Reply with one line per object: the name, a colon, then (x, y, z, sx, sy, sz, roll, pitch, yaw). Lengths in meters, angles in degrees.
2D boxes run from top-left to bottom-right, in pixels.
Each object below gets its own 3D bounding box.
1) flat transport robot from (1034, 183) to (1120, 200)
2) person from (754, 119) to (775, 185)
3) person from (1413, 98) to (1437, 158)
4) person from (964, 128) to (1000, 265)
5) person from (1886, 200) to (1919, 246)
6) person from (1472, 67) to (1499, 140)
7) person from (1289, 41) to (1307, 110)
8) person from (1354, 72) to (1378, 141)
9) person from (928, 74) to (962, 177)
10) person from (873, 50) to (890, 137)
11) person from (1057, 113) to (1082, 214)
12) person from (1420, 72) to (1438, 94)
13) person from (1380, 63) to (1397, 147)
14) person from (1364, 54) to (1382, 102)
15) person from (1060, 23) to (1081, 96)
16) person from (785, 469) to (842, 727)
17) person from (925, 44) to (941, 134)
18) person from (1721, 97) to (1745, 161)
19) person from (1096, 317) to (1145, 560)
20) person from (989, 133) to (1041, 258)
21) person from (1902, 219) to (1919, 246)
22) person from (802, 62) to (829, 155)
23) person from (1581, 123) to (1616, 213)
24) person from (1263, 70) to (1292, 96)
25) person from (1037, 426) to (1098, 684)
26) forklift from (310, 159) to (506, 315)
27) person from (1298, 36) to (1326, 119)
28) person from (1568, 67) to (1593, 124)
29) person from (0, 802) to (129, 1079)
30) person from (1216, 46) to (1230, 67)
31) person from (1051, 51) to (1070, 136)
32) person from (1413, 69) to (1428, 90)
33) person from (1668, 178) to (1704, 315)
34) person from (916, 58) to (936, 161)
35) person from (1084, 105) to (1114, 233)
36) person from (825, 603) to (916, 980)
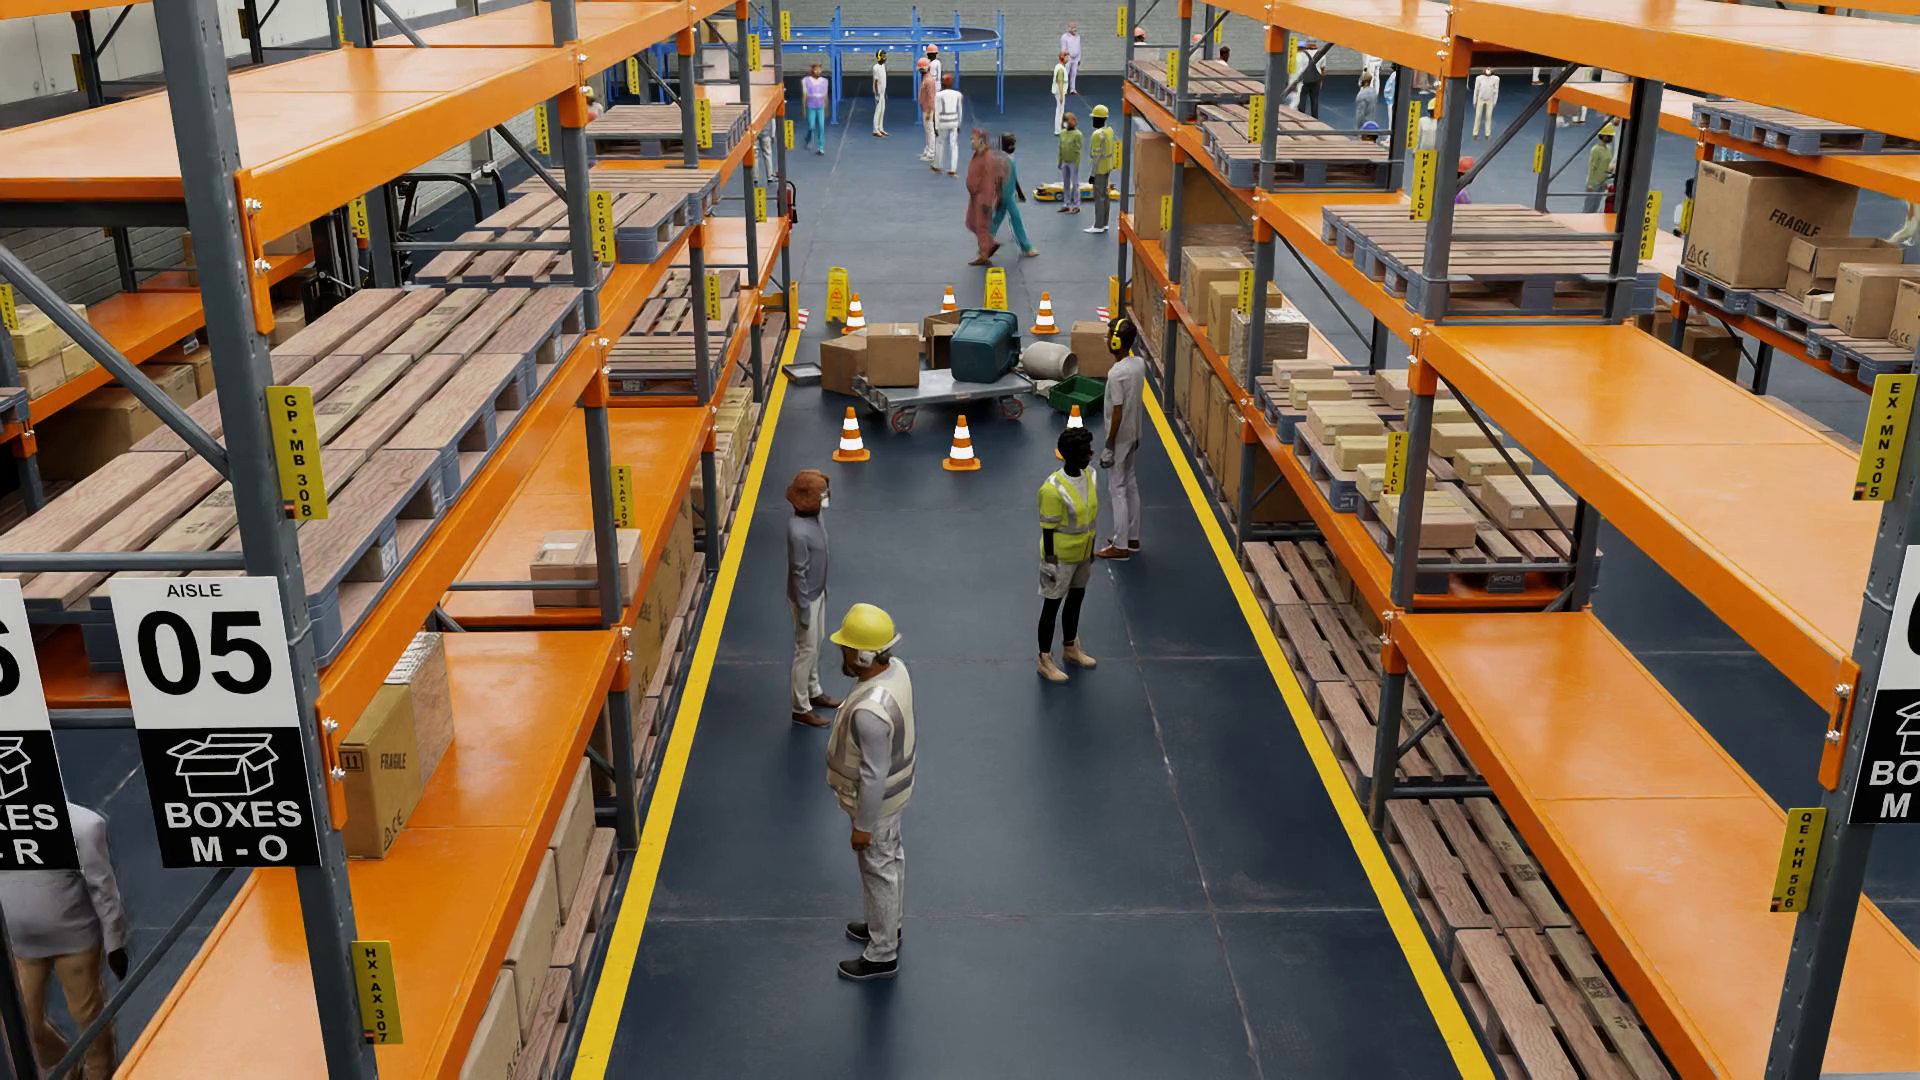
flat transport robot: (2.017, -6.046, 28.796, 1.431, 0.197, 0.652, -1, 21, -2)
person: (-3.632, -7.339, 30.047, 0.593, 1.828, 0.403, -5, 21, -12)
person: (8.038, -6.666, 28.396, 0.527, 1.745, 0.790, 12, 24, 30)
person: (0.307, -4.775, 23.191, 0.461, 1.892, 0.643, -7, 22, -18)
person: (13.230, -4.628, 22.925, 0.588, 1.799, 0.910, -10, 23, -26)
person: (11.383, -9.503, 36.050, 0.503, 1.627, 0.274, 6, 21, 14)
person: (7.755, -10.484, 38.272, 0.377, 1.910, 0.732, 3, 21, 9)
person: (7.440, -7.628, 30.658, 0.378, 1.940, 0.628, 16, 26, 36)
person: (-0.282, -7.771, 31.158, 0.610, 1.843, 0.940, -10, 23, -25)
person: (-1.739, -9.809, 36.541, 0.329, 1.861, 0.502, 6, 22, 16)
person: (1.792, -6.169, 27.239, 0.287, 1.626, 0.511, -17, 27, -38)
person: (12.852, -13.036, 45.026, 0.769, 1.885, 0.590, -10, 23, -24)
person: (9.130, -9.224, 35.008, 0.429, 1.847, 0.627, 2, 21, 5)
person: (10.724, -12.327, 43.156, 0.573, 1.883, 0.356, -14, 25, -32)
person: (2.997, -12.936, 44.755, 0.642, 1.899, 0.395, -15, 26, -35)
person: (-0.899, 0.342, 10.033, 0.287, 1.623, 0.507, 3, 21, 7)
person: (-0.602, -10.009, 36.951, 0.354, 1.939, 0.544, 3, 21, 9)
person: (15.302, -8.379, 32.672, 0.382, 1.918, 0.597, -15, 25, -35)
person: (1.213, -0.761, 12.606, 0.310, 1.868, 0.532, 11, 24, 28)
person: (0.690, -4.898, 23.669, 0.917, 1.779, 0.527, 2, 21, 4)
person: (14.313, -5.219, 24.574, 0.484, 1.737, 0.322, 2, 21, 4)
person: (-2.949, -8.785, 33.863, 0.594, 1.831, 0.473, -10, 23, -25)
person: (9.509, -5.309, 24.769, 0.526, 1.768, 0.331, -19, 28, -40)
person: (8.419, -12.762, 44.298, 1.076, 1.901, 0.607, 14, 25, 33)
person: (0.693, 0.080, 10.633, 0.319, 1.692, 0.536, 17, 26, 37)
forklift: (-5.622, -2.910, 17.832, 2.313, 2.155, 1.214, -1, 21, -1)
person: (8.032, -10.588, 38.339, 0.682, 2.000, 0.538, -1, 21, -2)
person: (14.478, -10.518, 38.736, 0.501, 1.626, 0.292, -10, 23, -26)
person: (-3.609, 1.579, 6.599, 0.602, 1.731, 0.400, -2, 21, -6)
person: (5.743, -9.927, 36.786, 0.407, 1.907, 0.598, -6, 21, -14)
person: (2.205, -9.810, 36.577, 0.397, 1.833, 0.573, 0, 21, 1)
person: (12.845, -13.454, 46.117, 0.399, 1.900, 0.642, -7, 22, -18)
person: (8.972, -3.560, 20.280, 0.537, 1.667, 0.726, -8, 22, -20)
person: (-0.668, -8.542, 33.011, 0.397, 1.984, 0.608, -3, 21, -8)
person: (2.146, -5.702, 25.578, 0.363, 1.930, 0.587, 10, 23, 25)
person: (-0.407, 1.145, 7.616, 0.404, 1.833, 0.592, 2, 21, 5)
